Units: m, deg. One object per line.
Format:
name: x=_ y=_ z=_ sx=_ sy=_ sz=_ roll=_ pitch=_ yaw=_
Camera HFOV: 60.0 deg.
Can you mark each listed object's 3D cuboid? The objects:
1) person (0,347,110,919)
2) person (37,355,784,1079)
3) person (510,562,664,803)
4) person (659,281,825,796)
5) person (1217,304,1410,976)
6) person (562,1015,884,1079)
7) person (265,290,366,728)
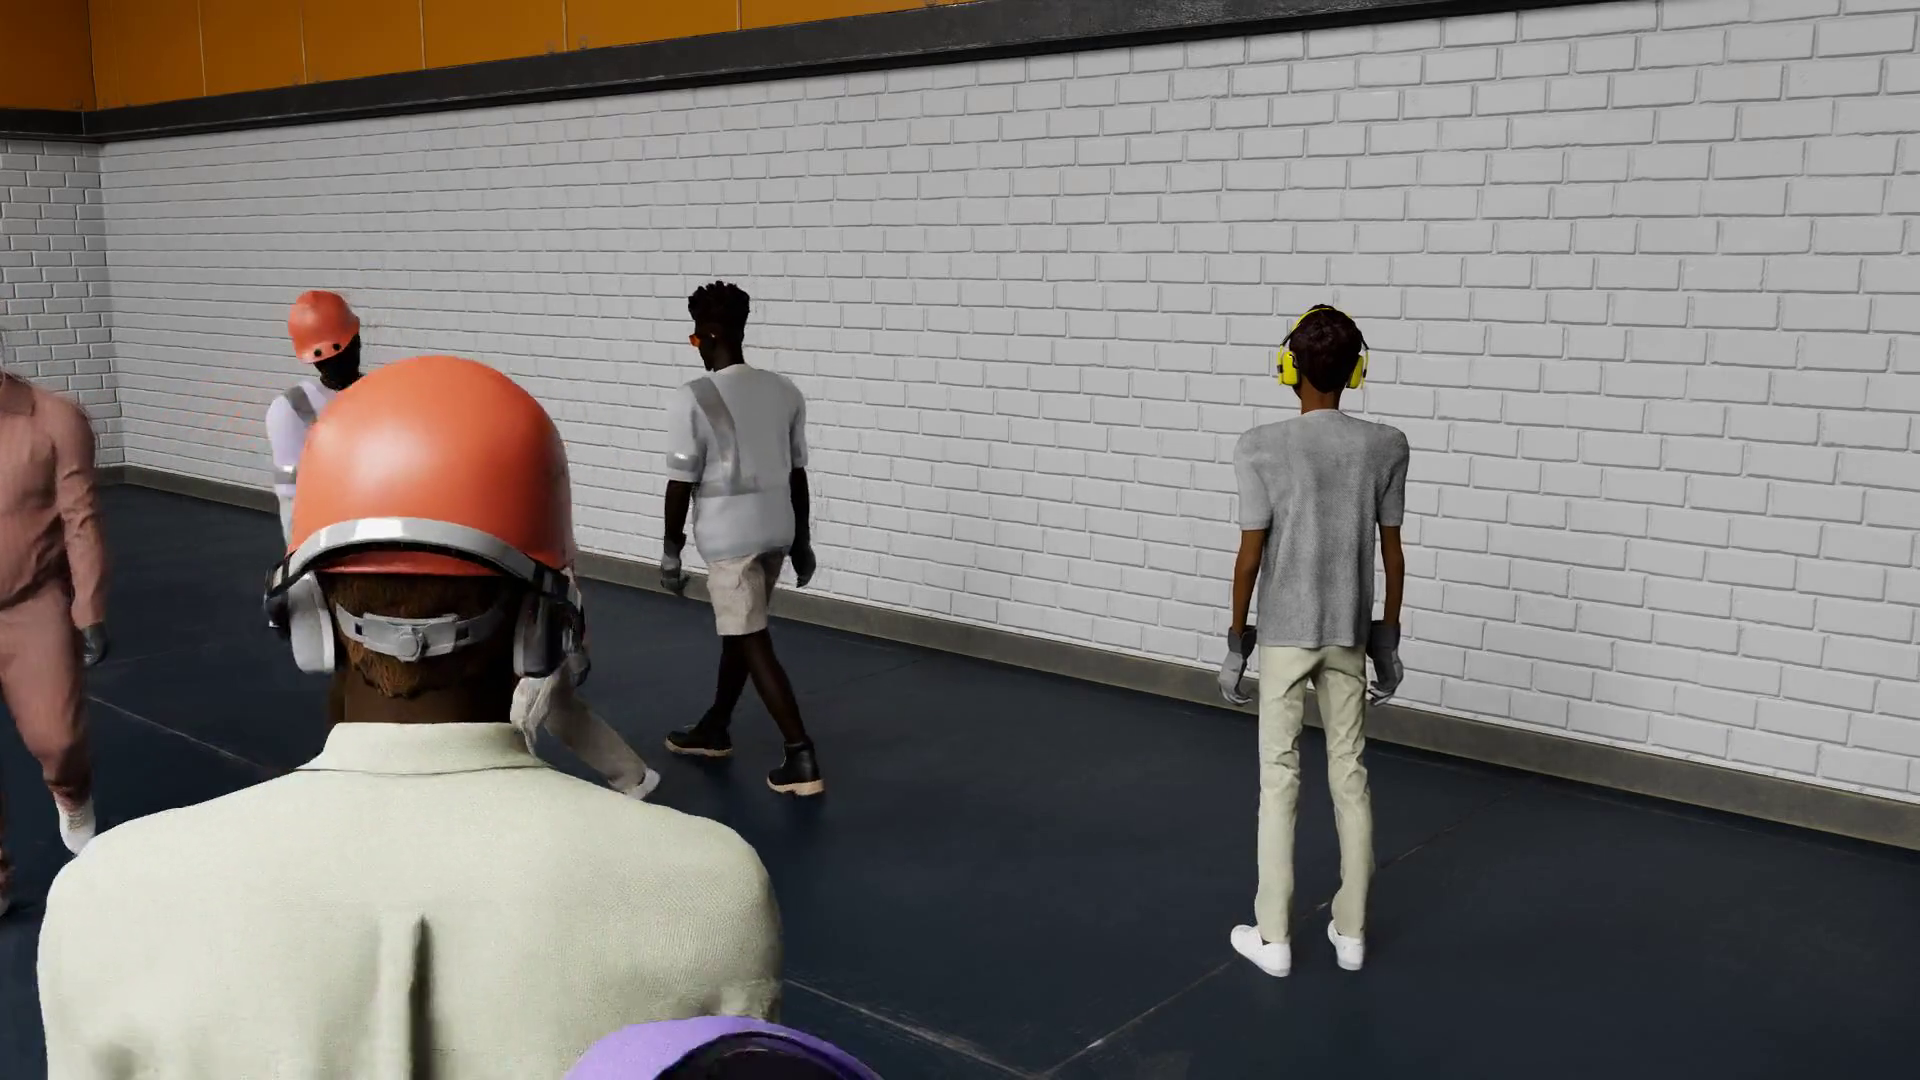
person: x=-2.920 y=0.203 z=5.044 sx=0.648 sy=1.892 sz=0.679 roll=-3 pitch=10 yaw=-18
person: x=-0.442 y=0.828 z=1.377 sx=0.618 sy=1.947 sz=1.044 roll=-2 pitch=10 yaw=-11
person: x=-1.332 y=0.284 z=5.441 sx=0.867 sy=1.592 sz=0.528 roll=-9 pitch=14 yaw=-43
person: x=-0.832 y=-0.010 z=6.277 sx=0.977 sy=1.917 sz=0.609 roll=7 pitch=12 yaw=36
person: x=0.969 y=0.295 z=4.628 sx=0.552 sy=1.878 sz=0.372 roll=-1 pitch=10 yaw=-8
person: x=-0.069 y=0.942 z=1.054 sx=0.493 sy=1.820 sz=0.623 roll=-5 pitch=11 yaw=-27
person: x=-2.109 y=0.040 z=6.024 sx=0.389 sy=1.881 sz=0.783 roll=5 pitch=11 yaw=26
